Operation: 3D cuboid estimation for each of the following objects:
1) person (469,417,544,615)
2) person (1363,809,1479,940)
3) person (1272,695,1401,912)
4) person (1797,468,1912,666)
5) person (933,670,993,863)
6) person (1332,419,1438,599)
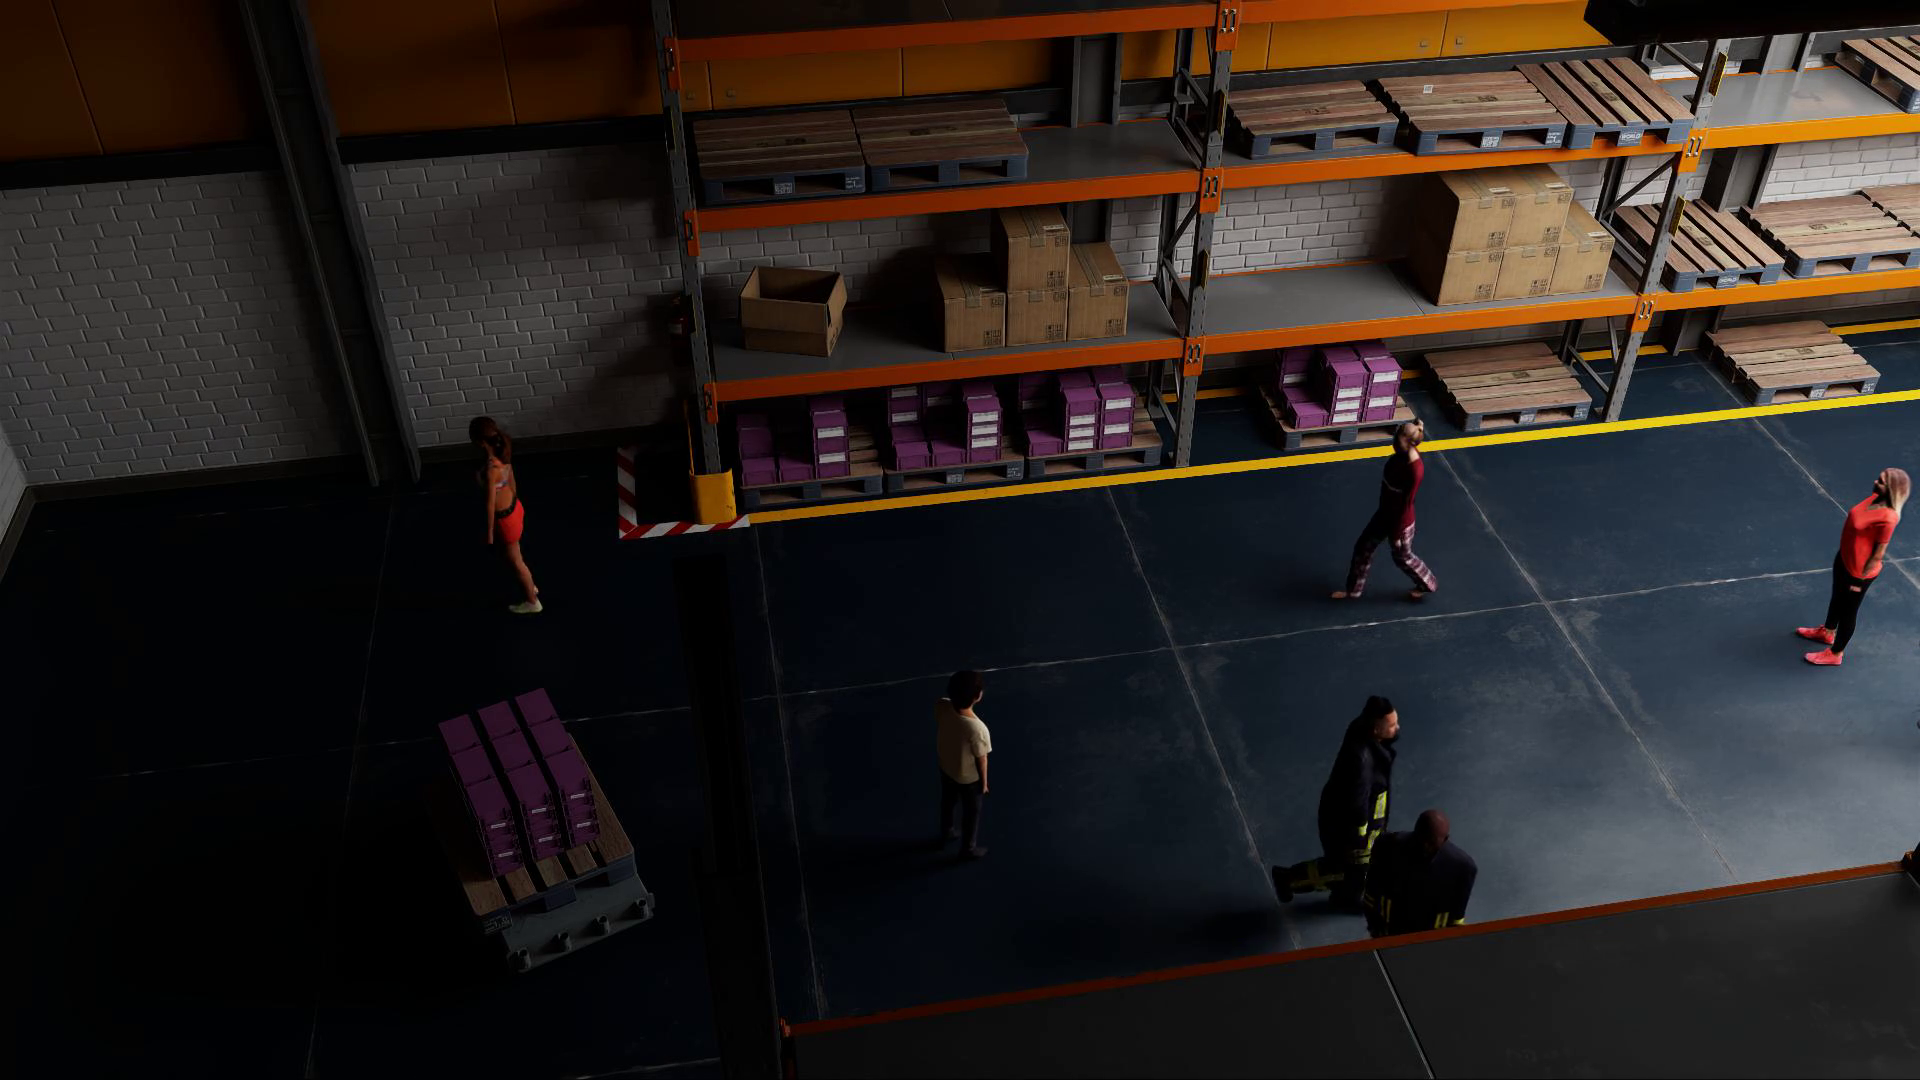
[{"bbox_3d":[-3.305,-0.152,12.397,0.621,1.777,0.603,-2,39,-3],"label":"person"},{"bbox_3d":[2.600,2.125,9.520,0.858,1.809,0.944,15,41,18],"label":"person"},{"bbox_3d":[2.325,1.615,10.131,1.071,1.844,0.981,14,41,17],"label":"person"},{"bbox_3d":[6.510,0.182,12.045,0.654,1.693,0.667,8,39,10],"label":"person"},{"bbox_3d":[0.010,1.444,10.553,0.648,1.584,0.675,30,47,32],"label":"person"},{"bbox_3d":[3.364,-0.170,12.514,1.047,1.659,0.668,-4,39,-5],"label":"person"}]
